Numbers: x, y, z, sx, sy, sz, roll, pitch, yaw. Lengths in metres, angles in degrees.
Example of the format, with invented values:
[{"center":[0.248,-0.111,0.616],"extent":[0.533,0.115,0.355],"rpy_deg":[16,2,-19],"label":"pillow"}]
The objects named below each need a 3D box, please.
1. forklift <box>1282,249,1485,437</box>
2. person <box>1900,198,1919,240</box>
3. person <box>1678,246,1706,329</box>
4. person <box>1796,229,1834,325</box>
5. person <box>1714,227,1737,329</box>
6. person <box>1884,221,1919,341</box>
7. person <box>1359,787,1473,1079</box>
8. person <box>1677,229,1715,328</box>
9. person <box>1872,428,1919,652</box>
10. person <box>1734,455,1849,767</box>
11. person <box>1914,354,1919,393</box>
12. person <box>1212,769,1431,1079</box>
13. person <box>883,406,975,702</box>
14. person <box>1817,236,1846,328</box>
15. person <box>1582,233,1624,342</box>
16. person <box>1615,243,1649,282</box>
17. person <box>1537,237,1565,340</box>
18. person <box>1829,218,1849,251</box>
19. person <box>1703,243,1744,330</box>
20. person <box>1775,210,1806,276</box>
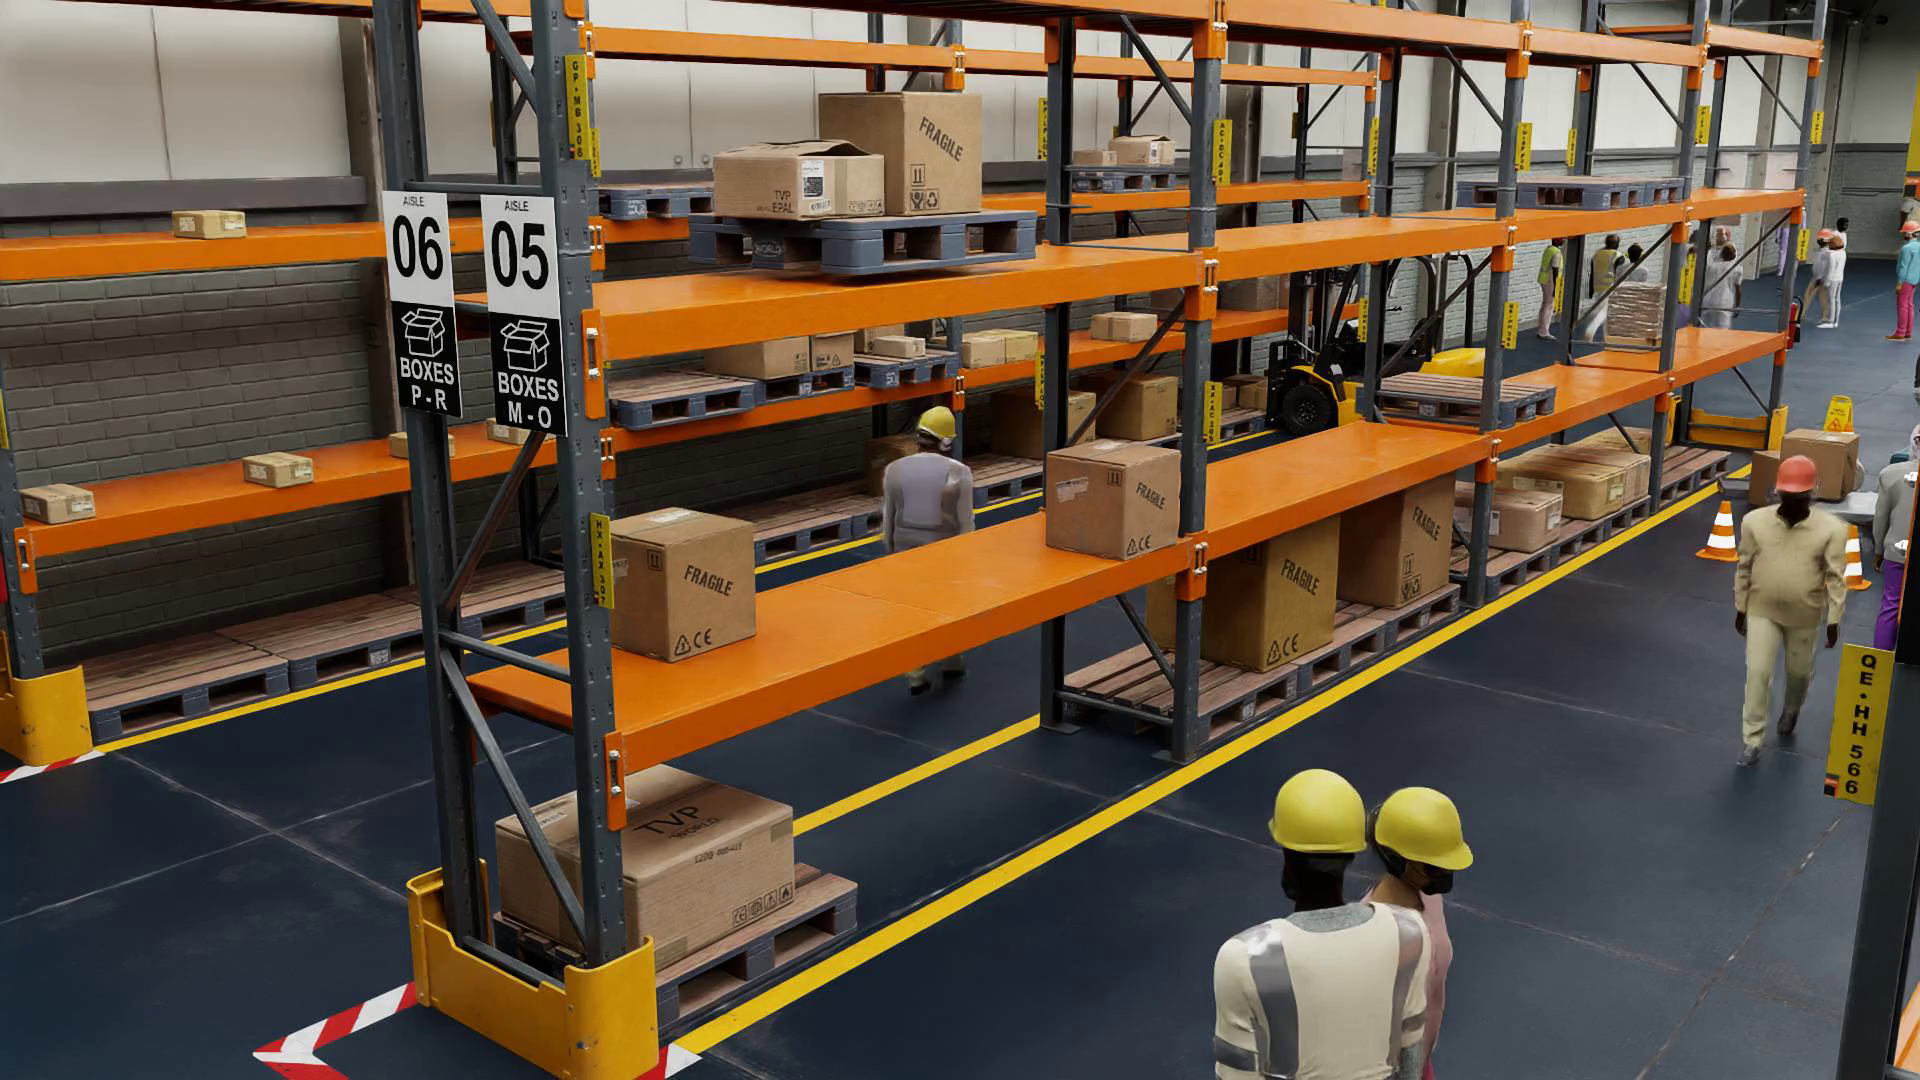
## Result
[{"center":[4.886,-2.214,18.767],"extent":[2.313,2.155,1.214],"rpy_deg":[11,18,38],"label":"forklift"},{"center":[25.447,-8.417,44.340],"extent":[0.813,2.000,0.562],"rpy_deg":[-7,15,-26],"label":"person"},{"center":[10.664,-3.337,24.099],"extent":[0.527,1.824,0.537],"rpy_deg":[-2,14,-6],"label":"person"},{"center":[15.439,-4.744,30.029],"extent":[0.716,1.719,0.590],"rpy_deg":[1,14,4],"label":"person"},{"center":[12.549,-4.200,27.472],"extent":[0.395,1.899,0.661],"rpy_deg":[8,16,29],"label":"person"},{"center":[15.788,-4.317,27.775],"extent":[0.400,1.987,0.608],"rpy_deg":[13,19,43],"label":"person"},{"center":[1.205,1.493,4.581],"extent":[0.352,1.757,0.560],"rpy_deg":[10,17,35],"label":"person"},{"center":[11.033,-3.680,25.052],"extent":[0.565,2.000,0.698],"rpy_deg":[6,15,22],"label":"person"},{"center":[5.968,0.080,10.335],"extent":[0.327,1.752,0.562],"rpy_deg":[-11,18,-38],"label":"person"},{"center":[4.619,0.357,9.274],"extent":[0.569,1.724,0.798],"rpy_deg":[9,16,32],"label":"person"},{"center":[13.019,-2.897,22.122],"extent":[0.590,1.916,0.394],"rpy_deg":[-7,16,-27],"label":"person"},{"center":[0.871,1.501,4.191],"extent":[0.591,1.926,0.386],"rpy_deg":[-5,15,-20],"label":"person"},{"center":[-0.161,0.063,10.292],"extent":[0.620,1.800,0.724],"rpy_deg":[4,14,17],"label":"person"},{"center":[15.529,-4.585,29.575],"extent":[0.498,1.633,0.283],"rpy_deg":[-11,17,-37],"label":"person"},{"center":[10.615,-4.136,27.399],"extent":[0.896,1.813,0.636],"rpy_deg":[-7,15,-25],"label":"person"},{"center":[9.698,-3.353,24.065],"extent":[0.528,1.876,0.323],"rpy_deg":[13,19,43],"label":"person"},{"center":[9.903,-4.278,27.919],"extent":[0.389,1.837,0.560],"rpy_deg":[1,14,2],"label":"person"},{"center":[18.365,-5.909,34.876],"extent":[0.531,1.686,0.336],"rpy_deg":[-10,17,-35],"label":"person"},{"center":[11.361,-3.513,24.847],"extent":[0.513,1.825,0.683],"rpy_deg":[12,18,40],"label":"person"},{"center":[20.023,-7.309,40.121],"extent":[0.638,1.902,0.407],"rpy_deg":[6,15,23],"label":"person"}]
